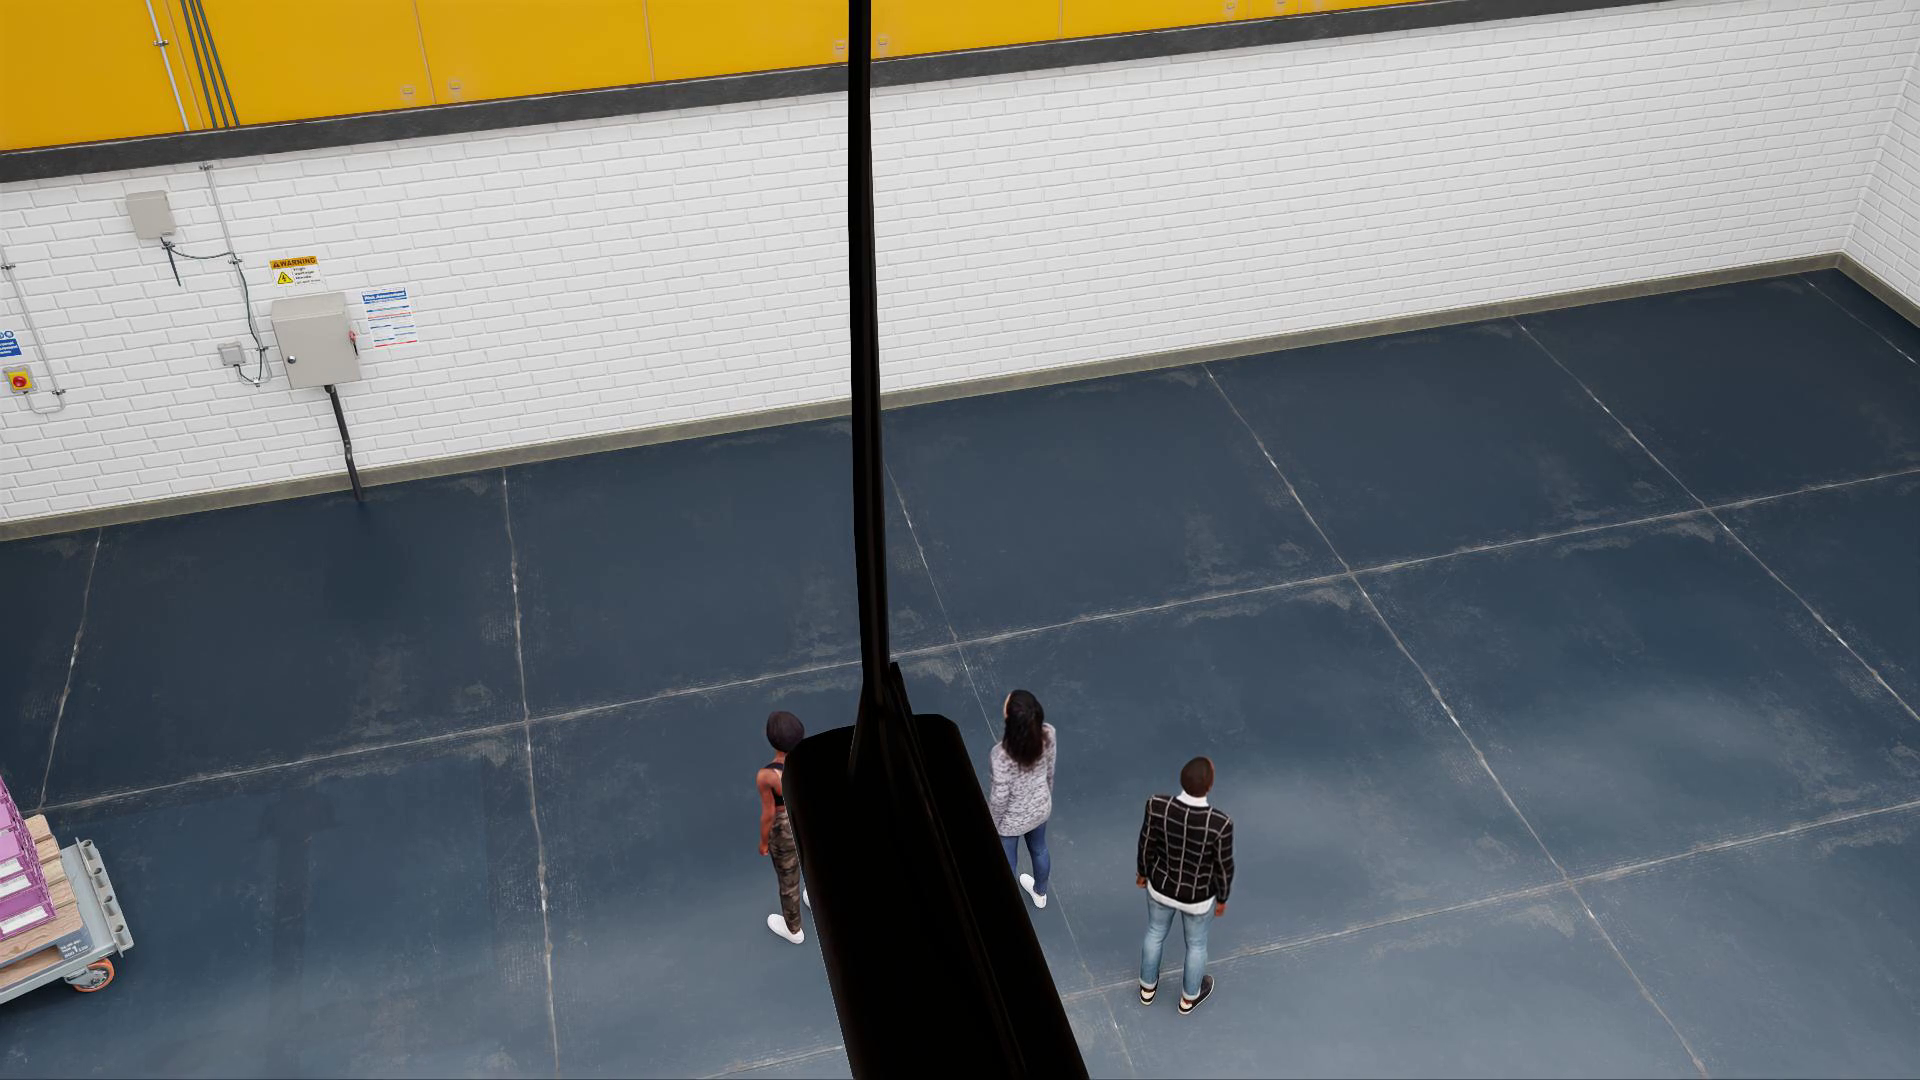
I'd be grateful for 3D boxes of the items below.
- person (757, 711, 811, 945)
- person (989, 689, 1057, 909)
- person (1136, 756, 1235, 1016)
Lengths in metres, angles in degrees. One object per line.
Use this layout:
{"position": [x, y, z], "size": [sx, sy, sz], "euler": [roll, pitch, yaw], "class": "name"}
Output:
{"position": [-0.922, 1.580, 9.197], "size": [0.661, 1.700, 0.673], "euler": [-30, 48, -32], "class": "person"}
{"position": [0.338, 1.495, 9.277], "size": [0.679, 1.733, 0.656], "euler": [-26, 45, -29], "class": "person"}
{"position": [1.169, 1.828, 8.791], "size": [0.738, 1.820, 0.772], "euler": [15, 41, 18], "class": "person"}
